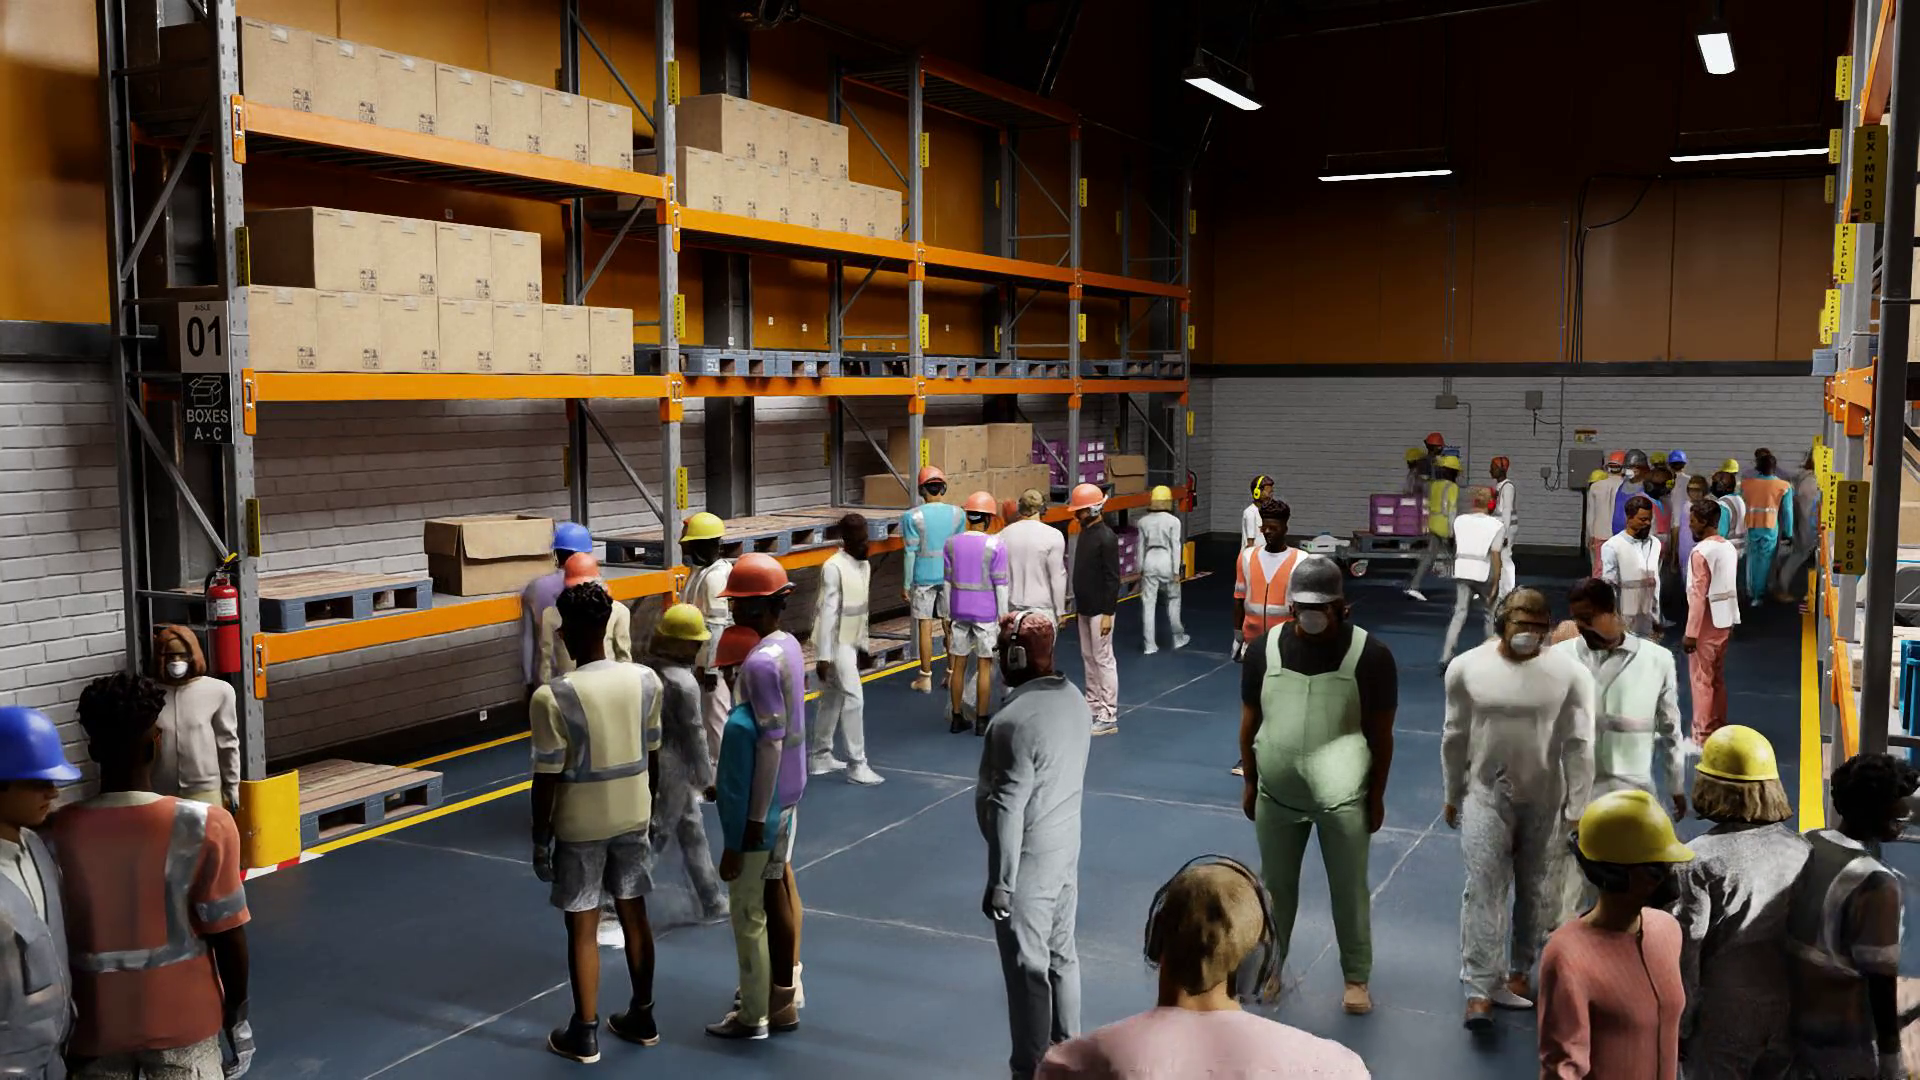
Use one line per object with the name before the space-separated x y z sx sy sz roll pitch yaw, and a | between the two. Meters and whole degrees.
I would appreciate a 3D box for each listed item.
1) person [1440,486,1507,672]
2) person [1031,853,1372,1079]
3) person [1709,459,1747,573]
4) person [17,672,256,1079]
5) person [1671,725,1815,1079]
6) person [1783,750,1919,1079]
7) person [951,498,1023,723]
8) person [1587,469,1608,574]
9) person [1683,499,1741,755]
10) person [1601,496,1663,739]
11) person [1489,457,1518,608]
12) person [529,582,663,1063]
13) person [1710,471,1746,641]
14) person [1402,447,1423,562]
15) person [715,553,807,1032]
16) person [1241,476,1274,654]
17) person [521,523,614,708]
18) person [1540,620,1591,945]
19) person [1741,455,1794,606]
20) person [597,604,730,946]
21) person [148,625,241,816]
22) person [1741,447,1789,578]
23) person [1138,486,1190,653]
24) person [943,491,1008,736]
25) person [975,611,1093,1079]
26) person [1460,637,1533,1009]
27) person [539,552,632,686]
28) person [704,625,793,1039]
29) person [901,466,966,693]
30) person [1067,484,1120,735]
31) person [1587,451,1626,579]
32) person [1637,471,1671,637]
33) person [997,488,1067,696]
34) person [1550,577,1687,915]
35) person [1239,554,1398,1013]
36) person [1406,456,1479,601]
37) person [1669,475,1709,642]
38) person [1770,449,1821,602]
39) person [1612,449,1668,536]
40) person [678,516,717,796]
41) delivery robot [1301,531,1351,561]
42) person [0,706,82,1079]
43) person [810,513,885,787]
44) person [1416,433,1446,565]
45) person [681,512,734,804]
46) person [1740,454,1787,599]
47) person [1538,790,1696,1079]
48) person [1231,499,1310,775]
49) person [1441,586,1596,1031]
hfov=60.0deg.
person | 4.922 0.382 15.894 0.956 1.798 0.556 -5 7 -44
person | 0.412 1.524 2.939 0.645 1.919 0.575 1 5 10
person | 10.521 -0.242 22.828 0.455 1.748 0.587 -4 7 -39
person | -2.290 1.340 4.648 0.607 1.967 0.367 -1 5 -13
person | 2.338 1.422 5.027 0.482 1.735 0.340 -1 6 -15
person | 2.630 1.448 5.003 0.404 1.674 0.568 0 5 -3
person | 0.361 0.575 13.612 0.983 1.842 0.585 -2 6 -20
person | 7.780 0.007 20.263 0.341 1.738 0.490 0 5 -2
person | 5.592 0.650 12.419 0.410 1.908 0.598 5 7 44
person | 5.194 0.607 12.888 0.598 1.907 0.409 -3 6 -30
person | 6.731 -0.098 20.643 0.354 1.877 0.571 0 5 5
person | -1.487 1.147 6.806 0.606 1.962 0.372 -5 7 -44
person | 8.110 0.186 17.732 0.430 1.845 0.619 5 7 41
person | 7.084 -0.550 25.896 0.508 1.791 0.619 0 5 2
person | -0.854 1.072 7.127 0.382 2.041 0.616 0 5 3
person | 2.989 0.284 16.634 0.350 1.856 0.519 2 6 21
person | -2.441 0.856 10.386 0.612 1.915 0.913 1 5 13
person | 2.983 1.212 7.976 0.466 1.632 0.568 2 6 22
person | 10.092 -0.122 20.825 0.641 1.876 0.859 4 7 40
person | -1.434 1.148 8.215 0.872 1.686 0.507 -3 6 -31
person | -3.688 1.208 7.903 0.505 1.628 0.278 -2 6 -22
person | 11.253 -0.357 23.285 0.649 1.903 0.855 1 5 11
person | 2.113 0.291 17.235 0.512 1.706 0.830 3 6 31
person | 0.134 0.580 13.078 0.550 1.925 0.392 3 6 26
person | 0.258 1.216 6.358 0.403 1.900 0.644 3 6 26
person | 2.396 1.243 7.438 0.307 1.640 0.521 1 5 6
person | -2.301 0.935 10.227 0.570 1.740 0.356 0 5 -4
person | -0.900 1.227 7.094 0.354 1.737 0.576 1 5 12
person | -0.244 0.355 14.896 0.605 2.034 0.388 -2 6 -23
person | 1.042 0.543 13.136 0.408 1.982 0.614 -2 6 -18
person | 7.674 -0.049 19.510 0.620 1.986 0.408 5 7 43
person | 7.468 0.168 18.020 0.627 1.836 0.431 -5 7 -41
person | 0.573 0.549 13.375 0.632 1.932 0.381 4 6 35
person | 3.071 1.103 7.724 0.744 1.871 0.388 2 6 24
person | 1.551 1.055 7.323 0.689 2.000 0.537 2 6 21
person | 6.127 -0.140 21.166 1.019 1.872 0.594 -2 6 -20
person | 8.013 0.182 18.065 0.499 1.807 0.953 5 7 44
person | 10.759 -0.222 21.062 1.032 2.000 0.690 1 5 7
person | 7.777 -0.046 19.177 0.536 2.000 0.685 -2 6 -24
person | -1.736 0.773 11.201 0.353 1.883 0.572 -1 5 -14
delivery robot | 5.484 0.105 24.951 0.707 0.478 0.477 -1 5 -15
person | -2.462 1.390 4.283 0.418 1.939 0.612 -1 5 -7
person | -0.771 0.749 11.512 0.660 1.874 0.676 1 5 14
person | 7.212 -0.622 25.422 0.407 2.034 0.611 3 6 30
person | -1.639 0.775 11.008 0.397 1.919 0.586 -1 5 -6
person | 10.328 -0.171 21.397 0.584 1.879 0.362 2 6 16
person | 1.617 1.488 4.108 0.533 1.772 0.297 -4 7 -37
person | 2.190 0.689 11.654 0.601 1.967 0.367 3 6 28
person | 2.370 1.148 7.132 0.646 1.886 1.015 2 6 22
